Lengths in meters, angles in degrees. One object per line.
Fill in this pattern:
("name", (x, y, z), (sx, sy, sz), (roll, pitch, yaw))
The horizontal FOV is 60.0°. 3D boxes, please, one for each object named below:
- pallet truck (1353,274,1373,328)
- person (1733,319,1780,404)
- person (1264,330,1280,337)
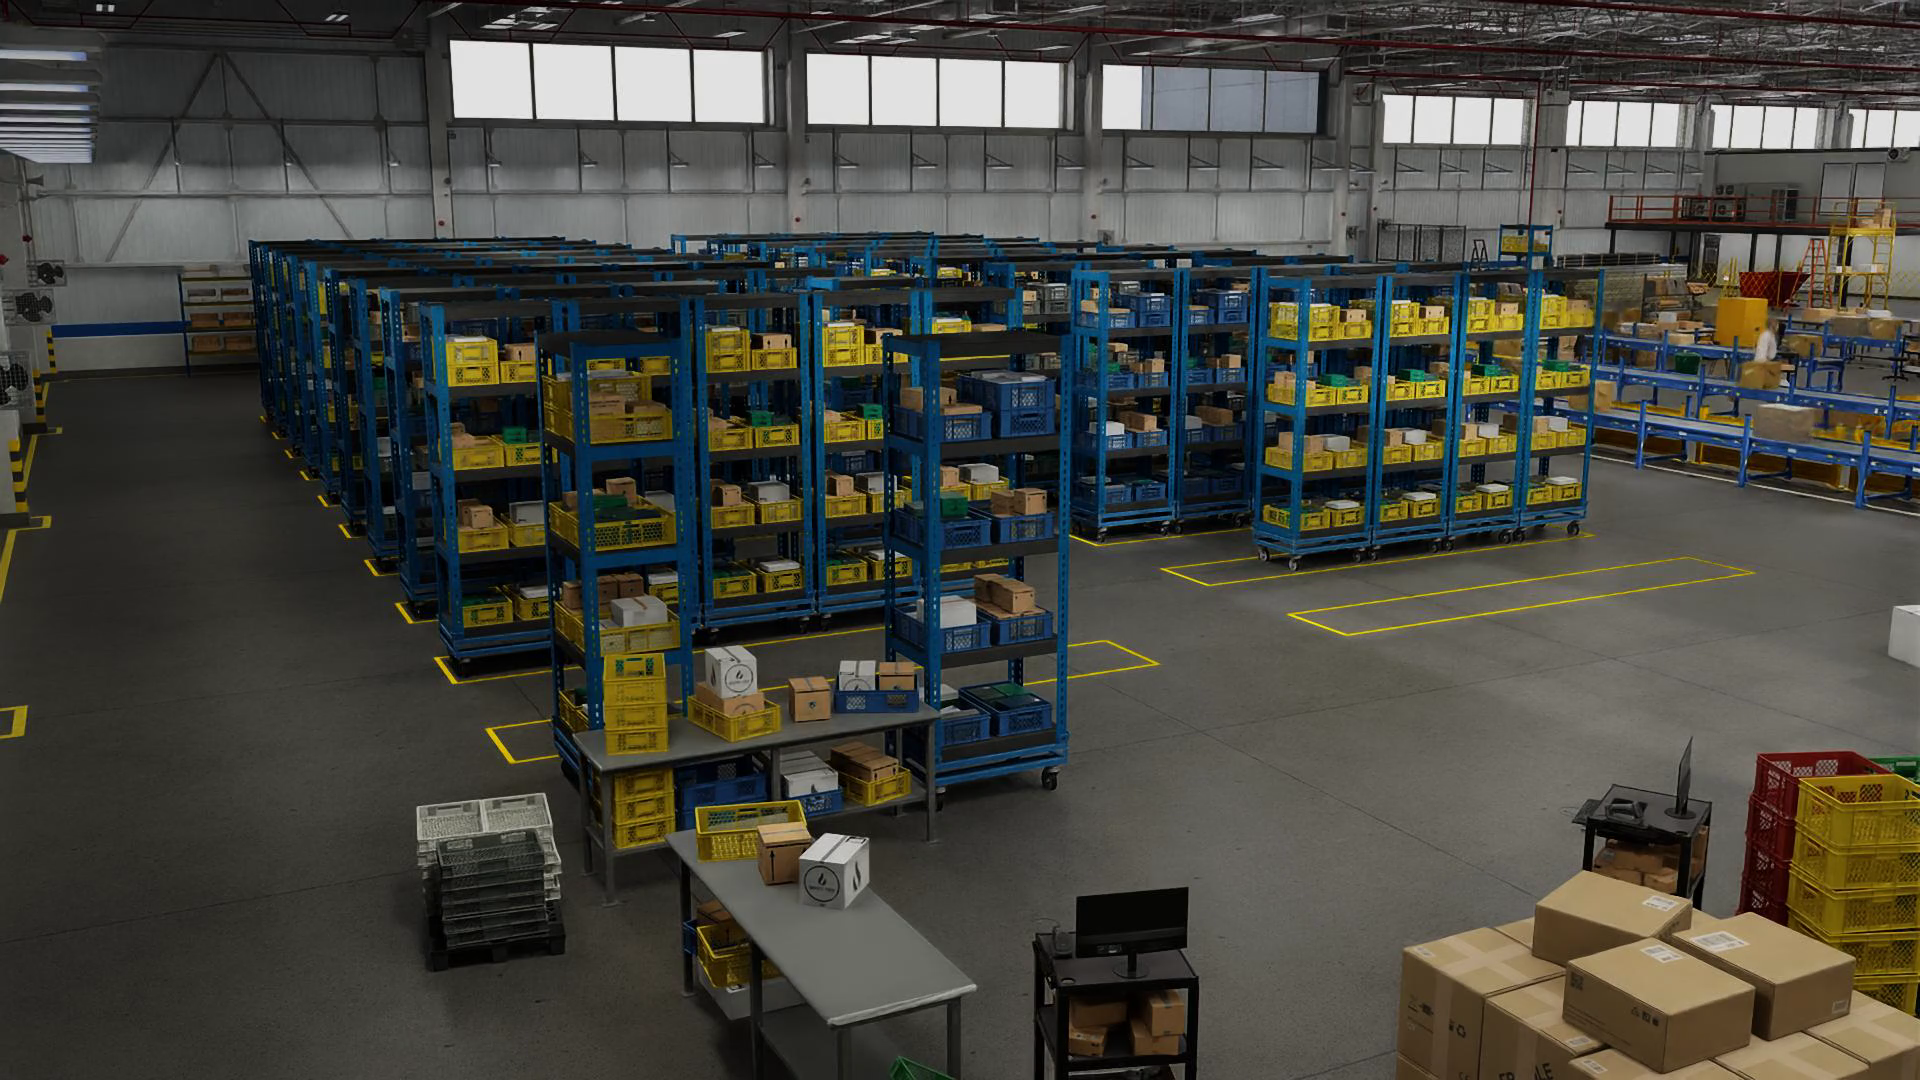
("pallet truck", (13.011, -8.050, 55.243), (0.823, 1.965, 1.885), (-7, 14, -28))
("person", (17.414, -3.891, 36.143), (1.019, 1.854, 0.673), (9, 15, 37))
("person", (8.190, -5.494, 43.252), (0.717, 2.024, 0.610), (-9, 15, -35))
